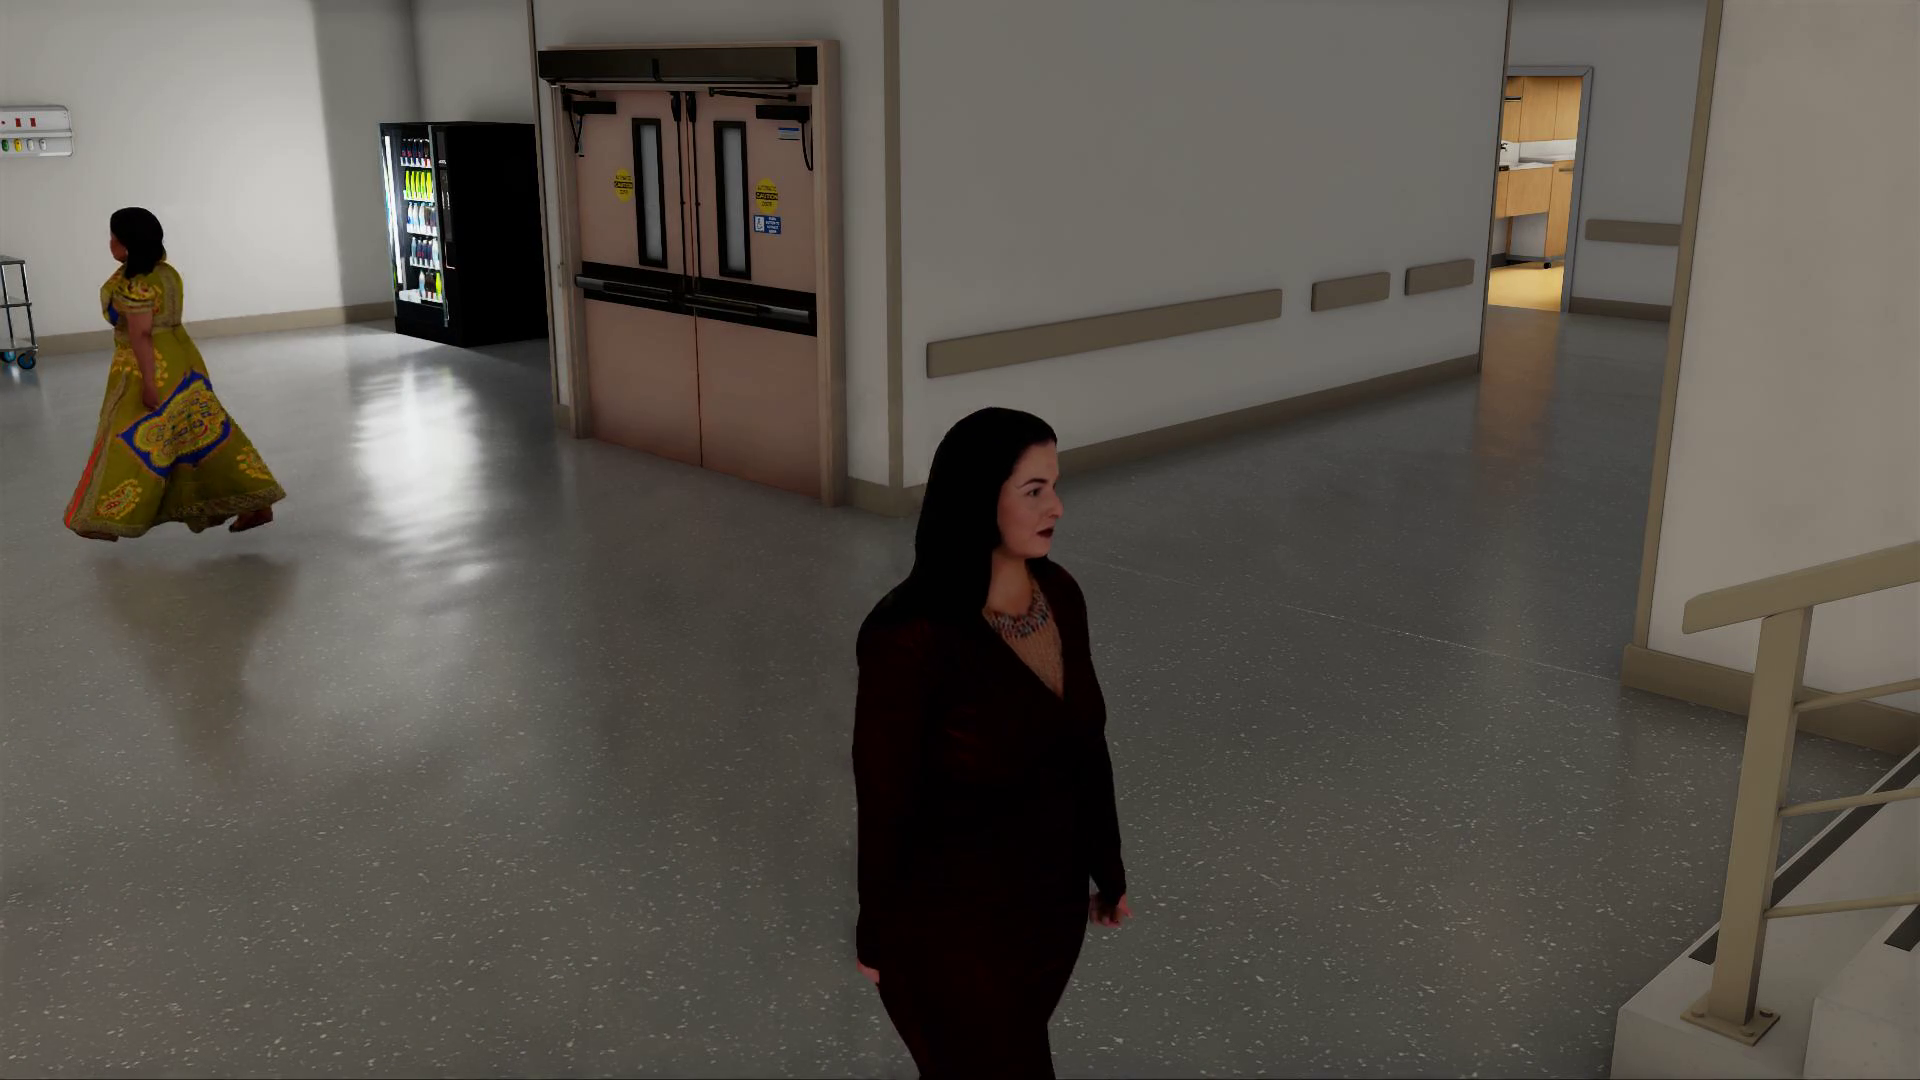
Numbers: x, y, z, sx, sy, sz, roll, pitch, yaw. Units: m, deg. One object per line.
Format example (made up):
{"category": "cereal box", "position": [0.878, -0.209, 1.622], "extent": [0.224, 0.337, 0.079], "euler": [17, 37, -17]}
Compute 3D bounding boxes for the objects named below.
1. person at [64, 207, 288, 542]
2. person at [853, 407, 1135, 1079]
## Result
{"category": "person", "position": [-3.773, -0.751, 8.030], "extent": [1.299, 1.609, 1.243], "euler": [0, 16, -1]}
{"category": "person", "position": [-0.029, 0.631, 2.908], "extent": [0.937, 1.729, 0.757], "euler": [12, 20, 36]}
